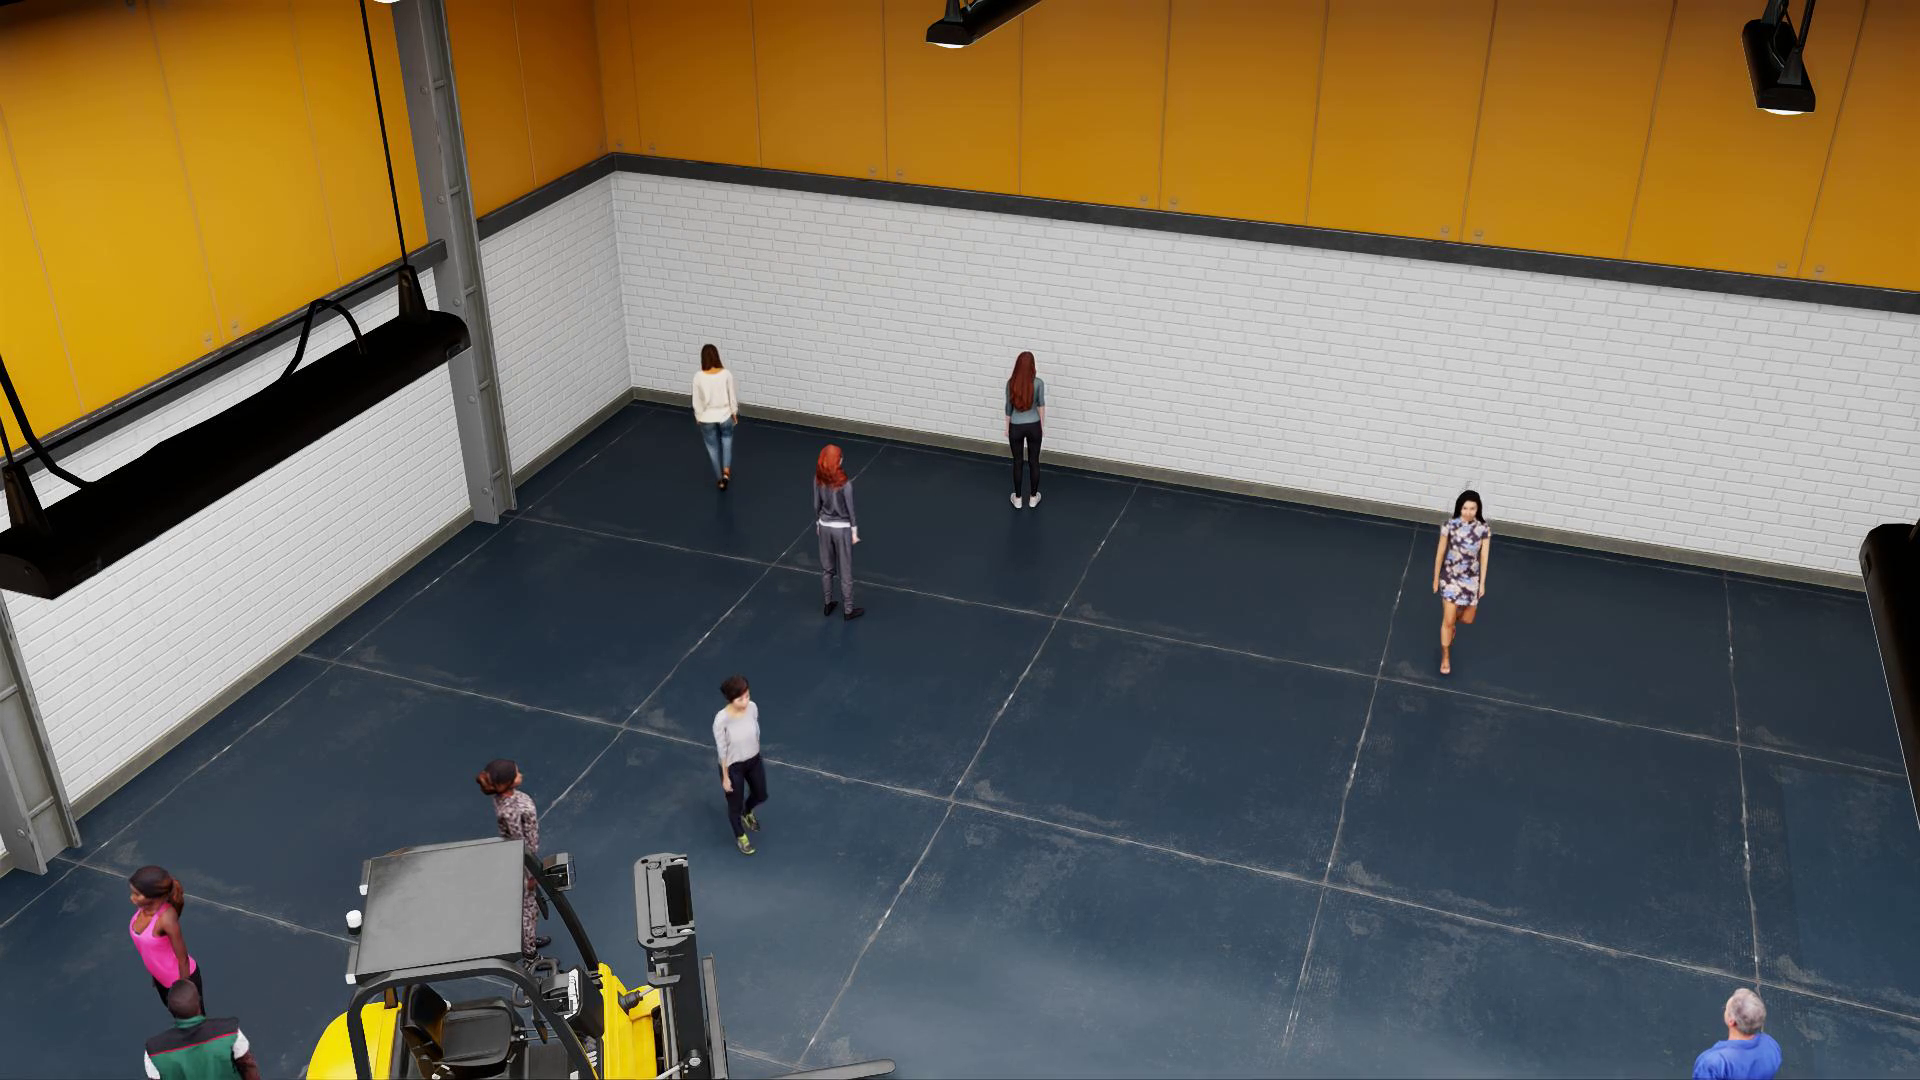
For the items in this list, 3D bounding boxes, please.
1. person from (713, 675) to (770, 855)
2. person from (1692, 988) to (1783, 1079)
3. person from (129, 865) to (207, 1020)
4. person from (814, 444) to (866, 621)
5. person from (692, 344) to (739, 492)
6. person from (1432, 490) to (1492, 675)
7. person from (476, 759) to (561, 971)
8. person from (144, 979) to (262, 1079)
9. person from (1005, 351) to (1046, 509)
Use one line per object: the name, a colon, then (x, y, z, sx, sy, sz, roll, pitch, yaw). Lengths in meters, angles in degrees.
person: (-1.709, 1.652, 12.554, 0.671, 1.541, 0.739, -22, 35, -34)
person: (4.230, 3.276, 9.281, 0.783, 1.825, 0.822, -11, 30, -19)
person: (-4.896, 2.726, 10.394, 0.622, 1.723, 0.645, 21, 35, 33)
person: (-1.158, -0.075, 15.472, 0.620, 1.779, 0.559, 15, 32, 26)
person: (-2.600, -1.270, 17.773, 0.749, 1.673, 0.775, -5, 29, -10)
person: (4.451, 0.321, 14.805, 0.720, 1.722, 0.922, 4, 29, 7)
person: (-3.016, 2.203, 11.364, 0.744, 1.714, 0.682, -12, 31, -21)
person: (-4.166, 3.268, 9.327, 1.161, 1.795, 1.311, -9, 30, -16)
person: (0.683, -1.160, 17.500, 0.636, 1.742, 0.633, 1, 29, 1)
